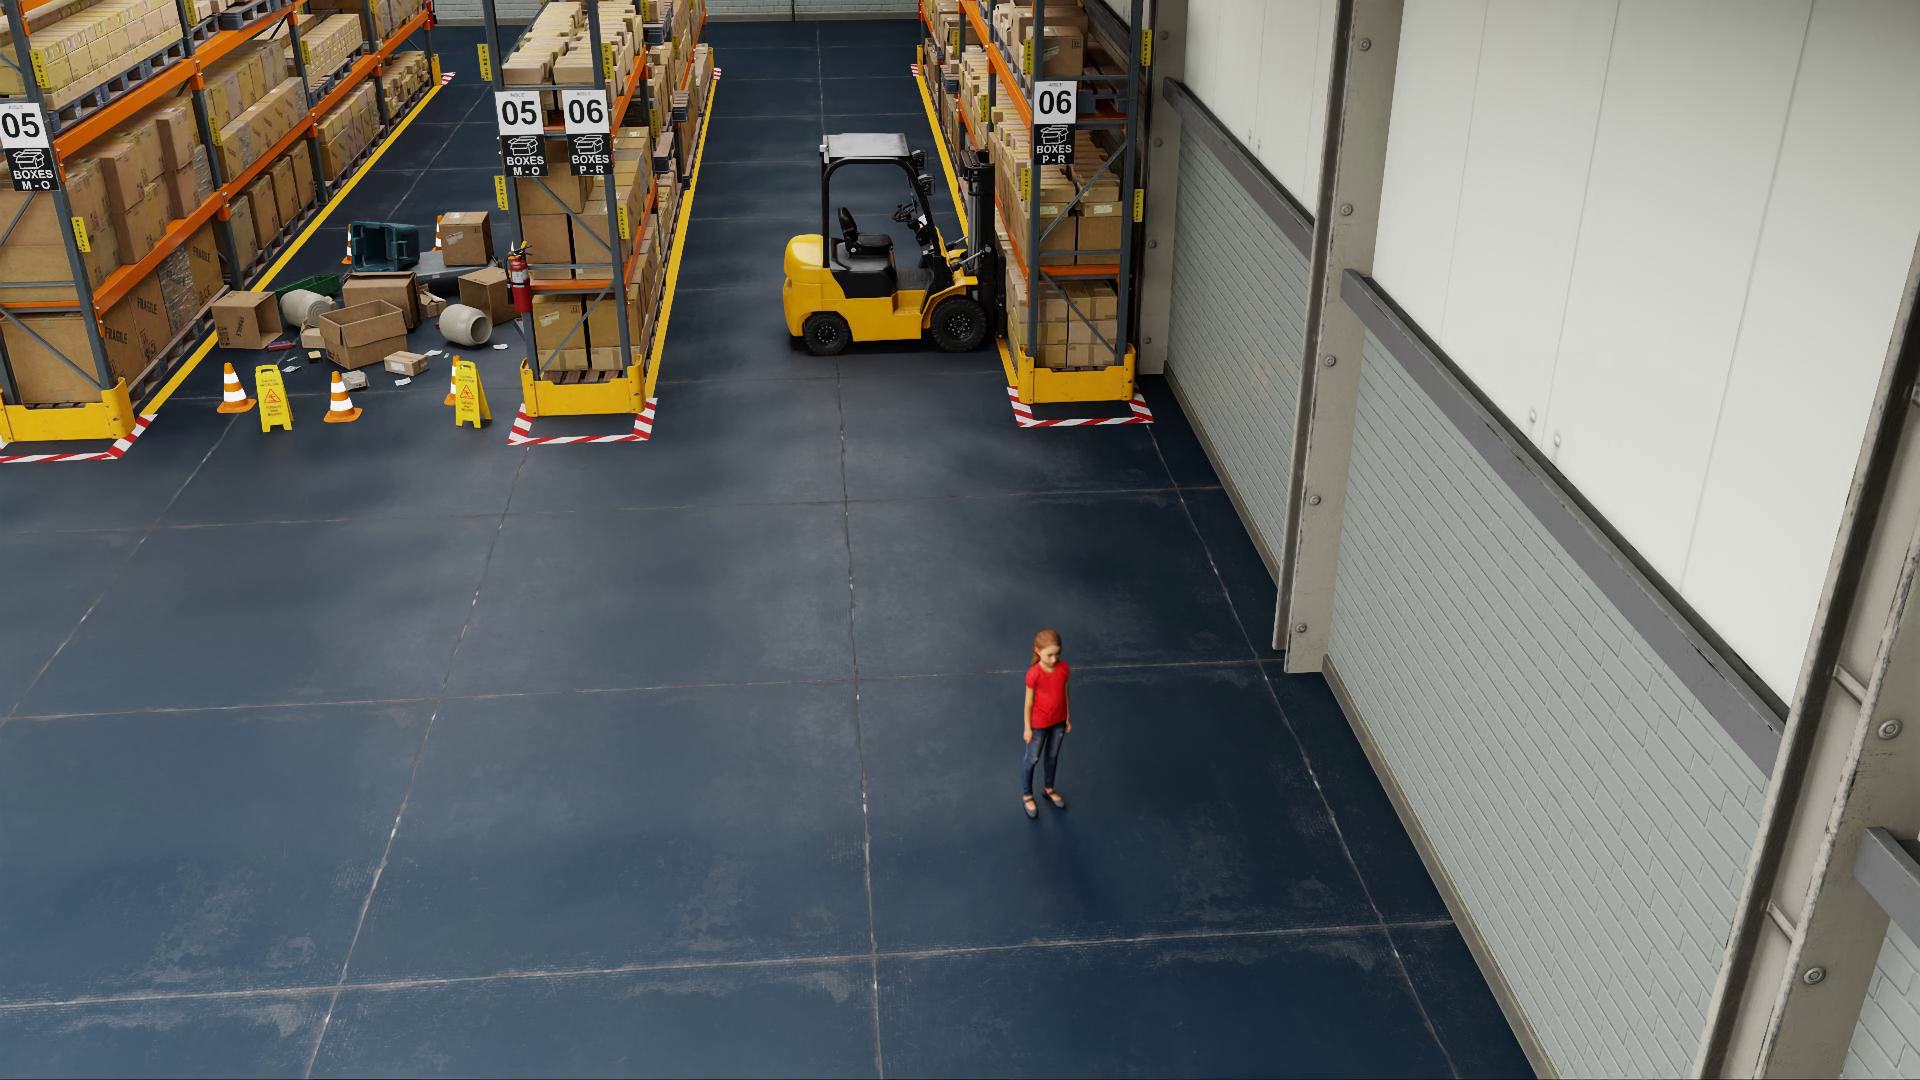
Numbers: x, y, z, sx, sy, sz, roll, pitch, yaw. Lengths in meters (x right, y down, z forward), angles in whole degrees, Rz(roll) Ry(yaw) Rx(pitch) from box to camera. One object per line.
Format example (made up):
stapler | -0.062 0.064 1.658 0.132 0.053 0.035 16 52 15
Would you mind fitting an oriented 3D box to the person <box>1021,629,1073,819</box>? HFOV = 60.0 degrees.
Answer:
person | 0.543 1.134 10.555 0.557 1.310 0.573 -14 30 -25
